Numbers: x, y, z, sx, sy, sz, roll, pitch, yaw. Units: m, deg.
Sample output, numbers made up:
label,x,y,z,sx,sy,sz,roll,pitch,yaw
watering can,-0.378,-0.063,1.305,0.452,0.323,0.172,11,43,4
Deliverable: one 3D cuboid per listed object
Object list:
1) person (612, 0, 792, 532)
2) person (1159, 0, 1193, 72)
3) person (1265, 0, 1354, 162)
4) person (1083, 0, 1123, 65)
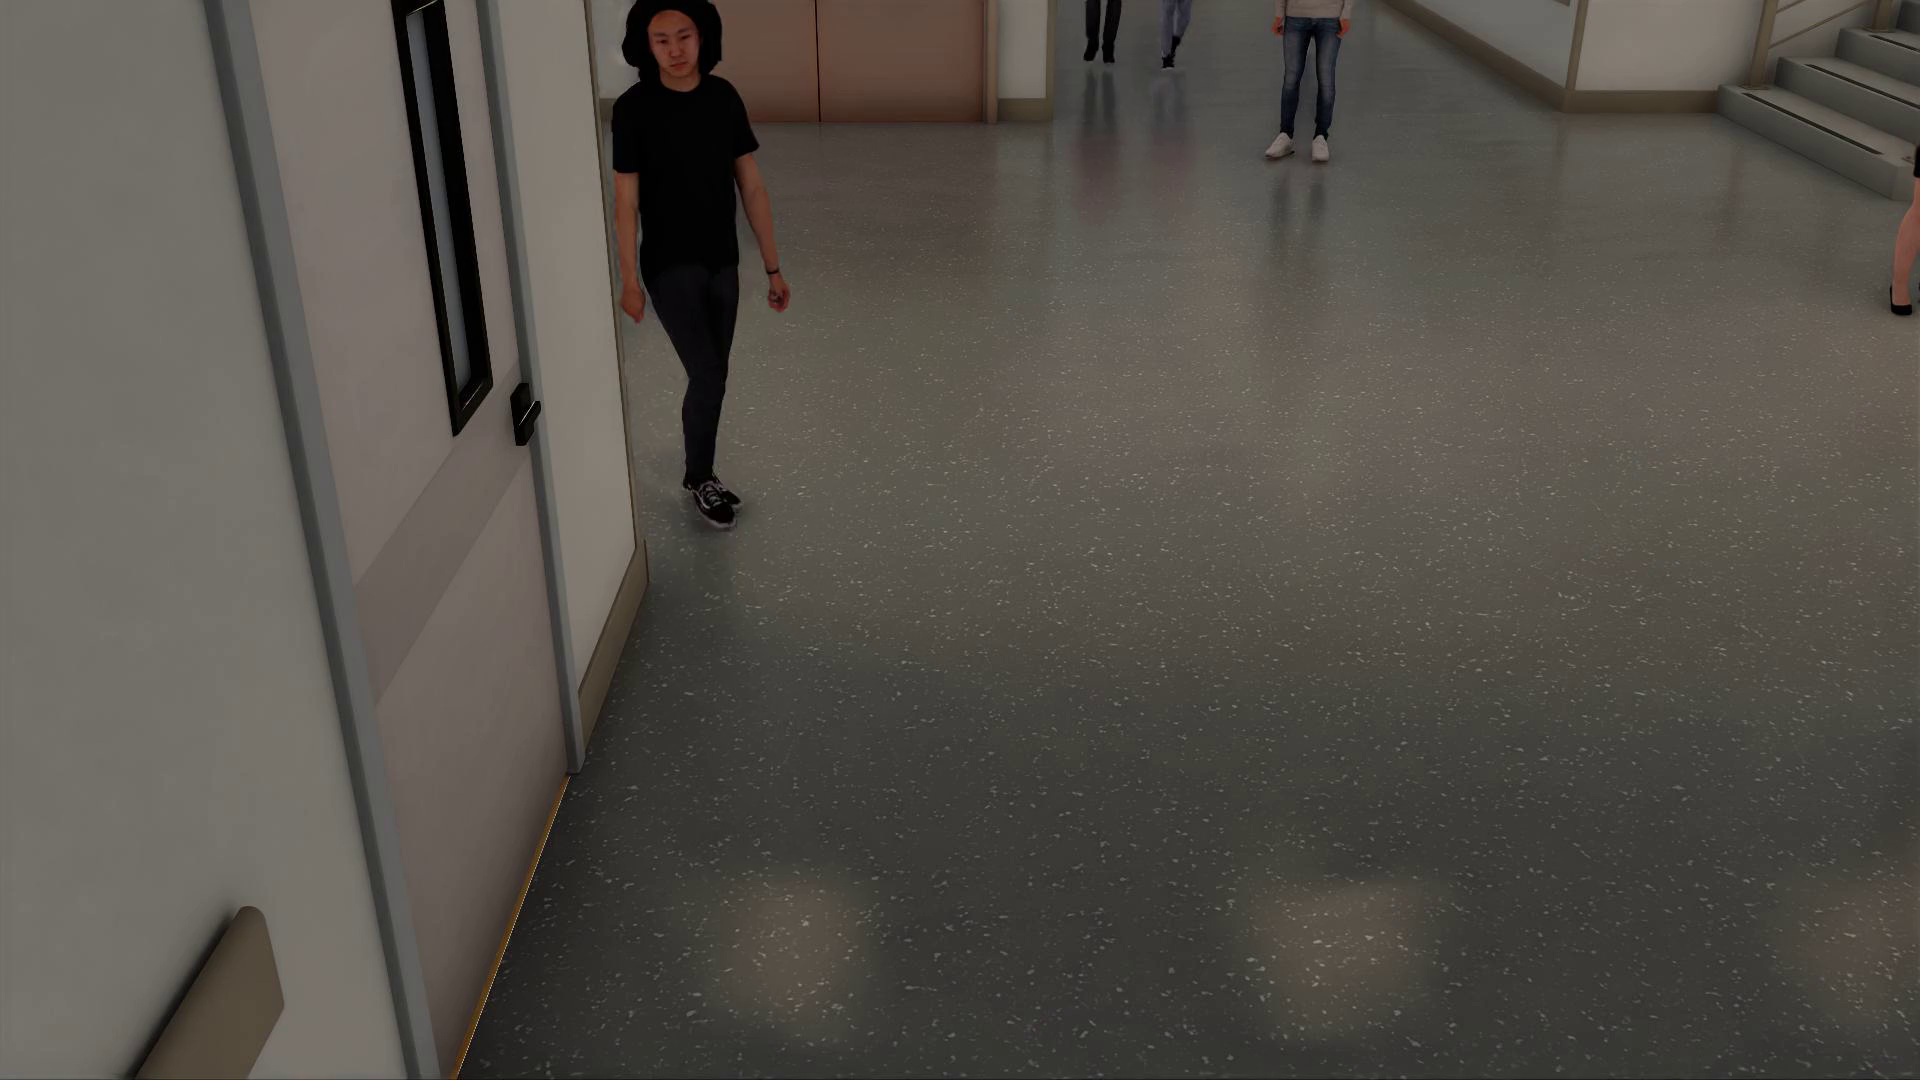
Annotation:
label,x,y,z,sx,sy,sz,roll,pitch,yaw
person,-0.945,-0.946,5.578,0.869,1.814,0.809,22,33,37
person,1.778,-4.711,13.533,0.973,1.698,0.674,5,26,11
person,2.262,-3.358,10.548,0.640,1.853,0.799,9,27,19
person,1.243,-4.943,13.728,0.516,1.947,0.668,0,26,0
